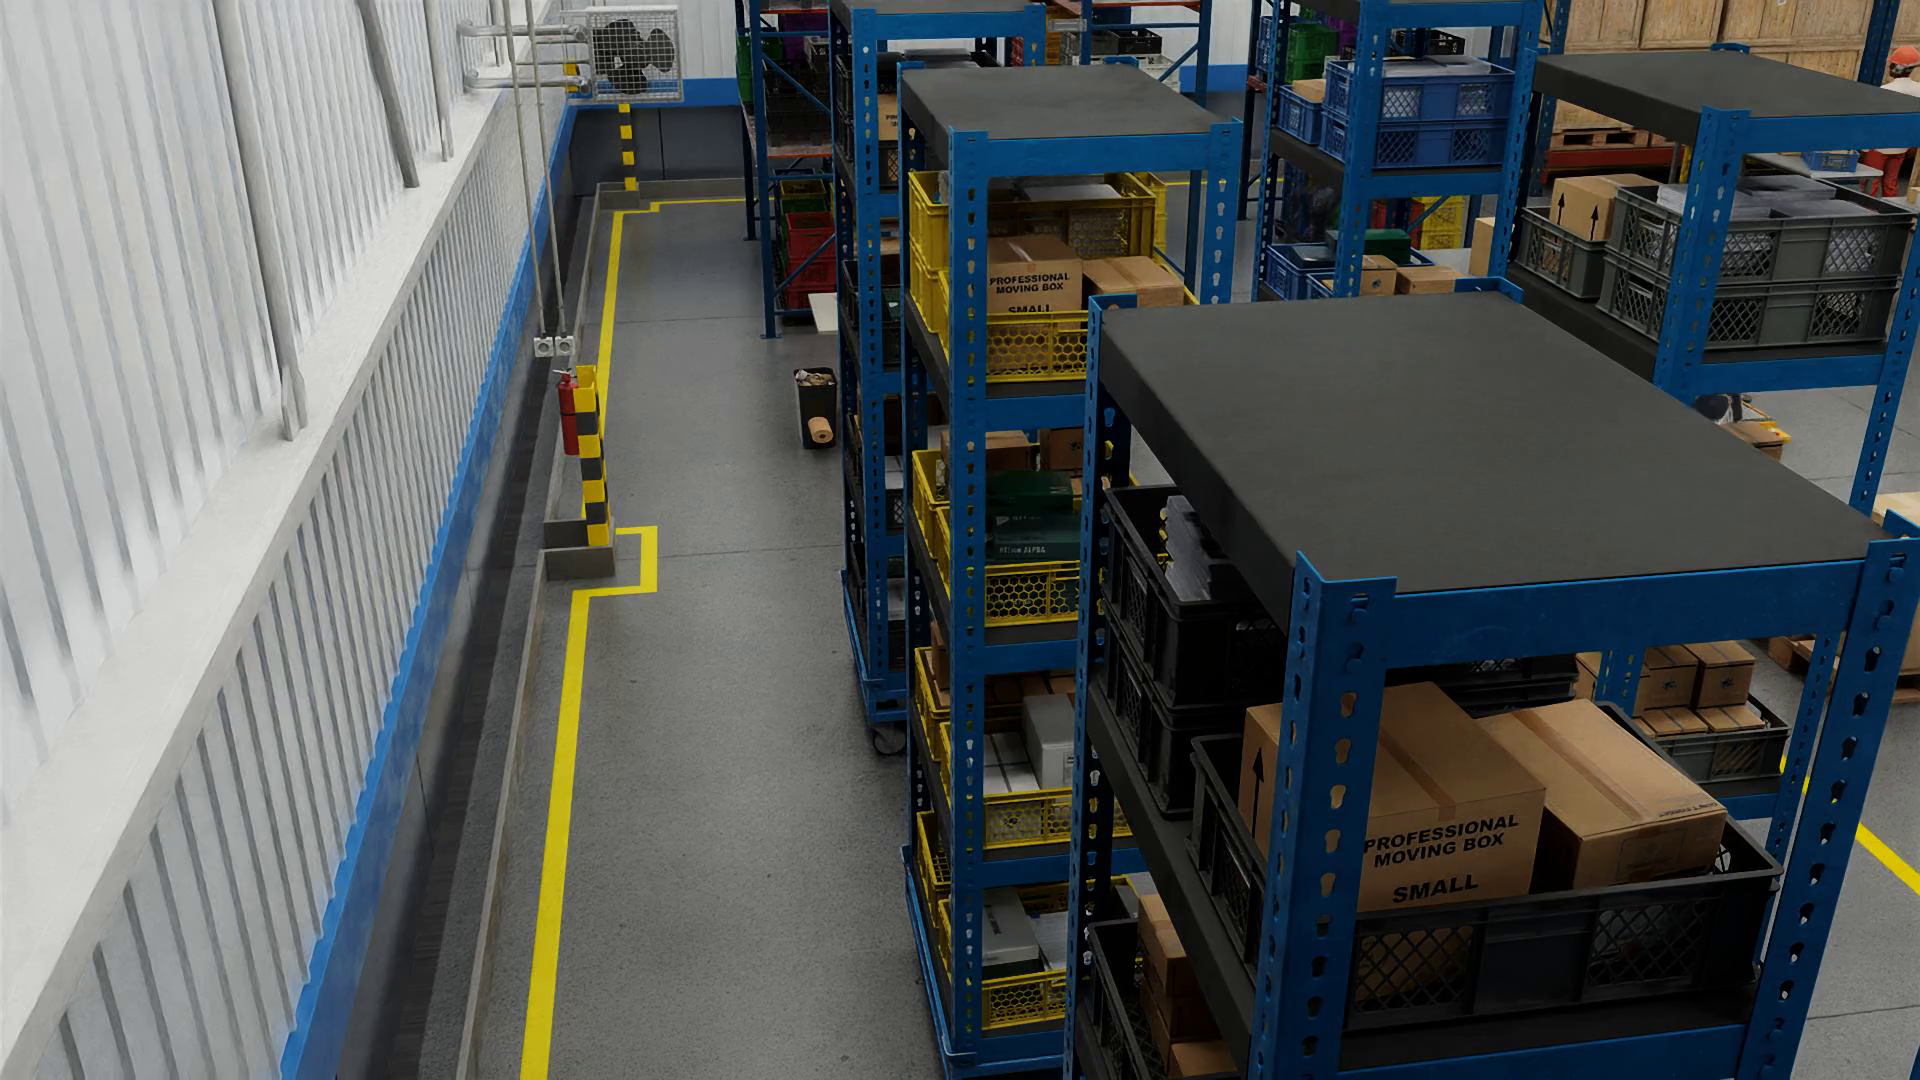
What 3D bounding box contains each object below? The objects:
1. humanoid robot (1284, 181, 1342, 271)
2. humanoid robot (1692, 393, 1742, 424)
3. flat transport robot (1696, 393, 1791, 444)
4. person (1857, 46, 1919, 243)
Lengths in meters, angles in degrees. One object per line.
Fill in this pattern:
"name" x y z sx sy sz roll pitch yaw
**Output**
"humanoid robot" 2.993 -2.396 13.805 0.616 1.657 0.308 17 30 32
"humanoid robot" 4.778 -0.981 10.825 0.748 1.640 0.569 -17 30 -33
"flat transport robot" 5.224 -0.859 12.132 1.431 0.197 0.652 -4 25 -8
"person" 9.422 -4.000 16.928 0.621 1.994 0.379 -6 25 -13
